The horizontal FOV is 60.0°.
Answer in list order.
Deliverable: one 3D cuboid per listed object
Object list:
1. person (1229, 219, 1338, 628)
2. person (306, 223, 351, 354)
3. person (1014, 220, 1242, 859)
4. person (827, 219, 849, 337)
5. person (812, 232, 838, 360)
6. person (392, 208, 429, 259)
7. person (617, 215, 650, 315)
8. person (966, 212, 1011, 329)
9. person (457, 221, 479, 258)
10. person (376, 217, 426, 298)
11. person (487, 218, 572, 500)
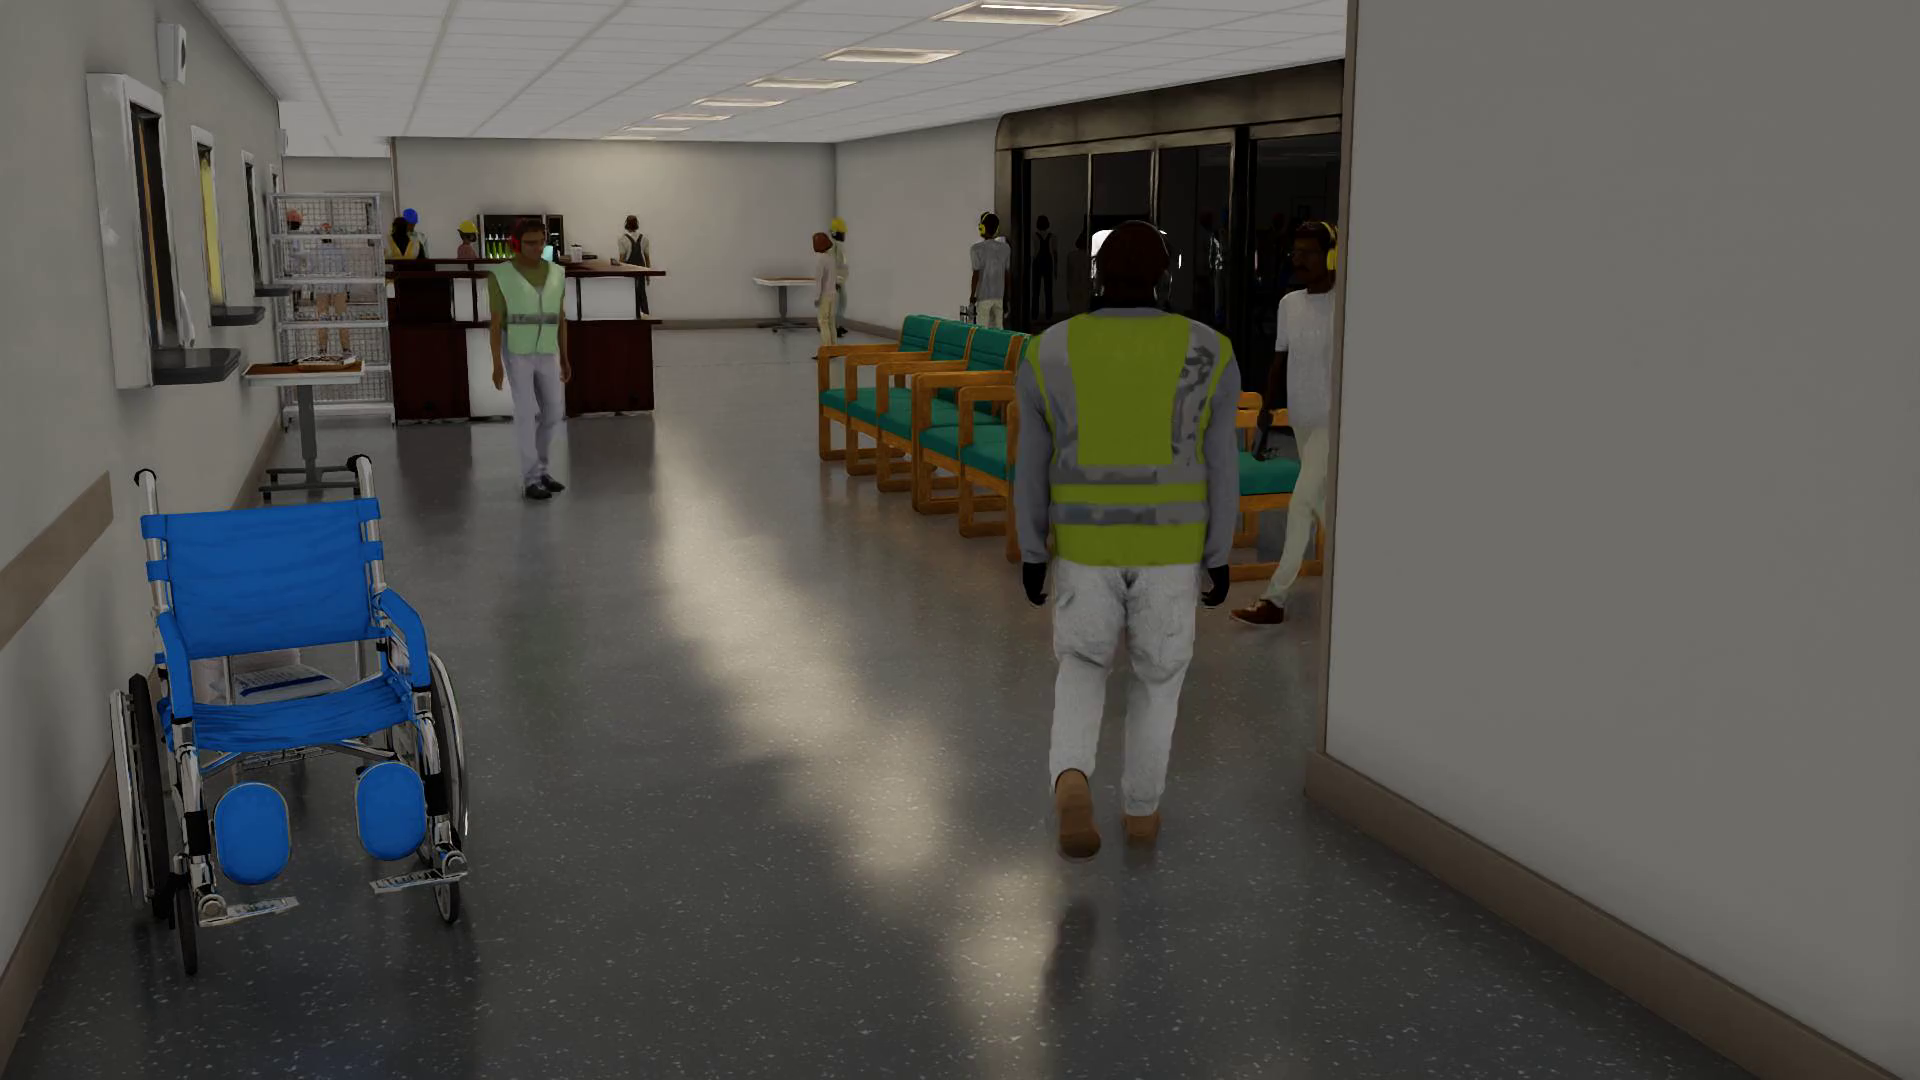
[{"bbox_3d":[1.606,-0.530,7.547,0.986,1.818,0.553,-7,13,-33],"label":"person"},{"bbox_3d":[-8.463,-3.376,22.338,0.563,1.742,0.361,-4,12,-18],"label":"person"},{"bbox_3d":[0.465,0.027,4.673,0.631,1.825,0.650,2,11,10],"label":"person"},{"bbox_3d":[-1.873,-3.968,25.271,0.411,1.797,0.703,2,11,8],"label":"person"},{"bbox_3d":[-1.736,-3.121,21.331,0.285,1.627,0.511,4,12,18],"label":"person"},{"bbox_3d":[-7.989,-3.841,24.216,0.602,1.938,0.400,-11,15,-43],"label":"person"},{"bbox_3d":[-5.077,-4.126,25.912,0.514,1.844,0.328,-7,13,-31],"label":"person"},{"bbox_3d":[0.304,-2.556,17.792,0.520,1.876,0.326,-7,13,-32],"label":"person"},{"bbox_3d":[-6.610,-3.409,22.449,0.310,1.769,0.522,-7,13,-33],"label":"person"},{"bbox_3d":[-7.544,-3.462,22.591,0.666,1.805,0.785,-6,13,-30],"label":"person"},{"bbox_3d":[-2.813,-1.186,10.883,0.471,1.822,0.601,10,15,42],"label":"person"}]
